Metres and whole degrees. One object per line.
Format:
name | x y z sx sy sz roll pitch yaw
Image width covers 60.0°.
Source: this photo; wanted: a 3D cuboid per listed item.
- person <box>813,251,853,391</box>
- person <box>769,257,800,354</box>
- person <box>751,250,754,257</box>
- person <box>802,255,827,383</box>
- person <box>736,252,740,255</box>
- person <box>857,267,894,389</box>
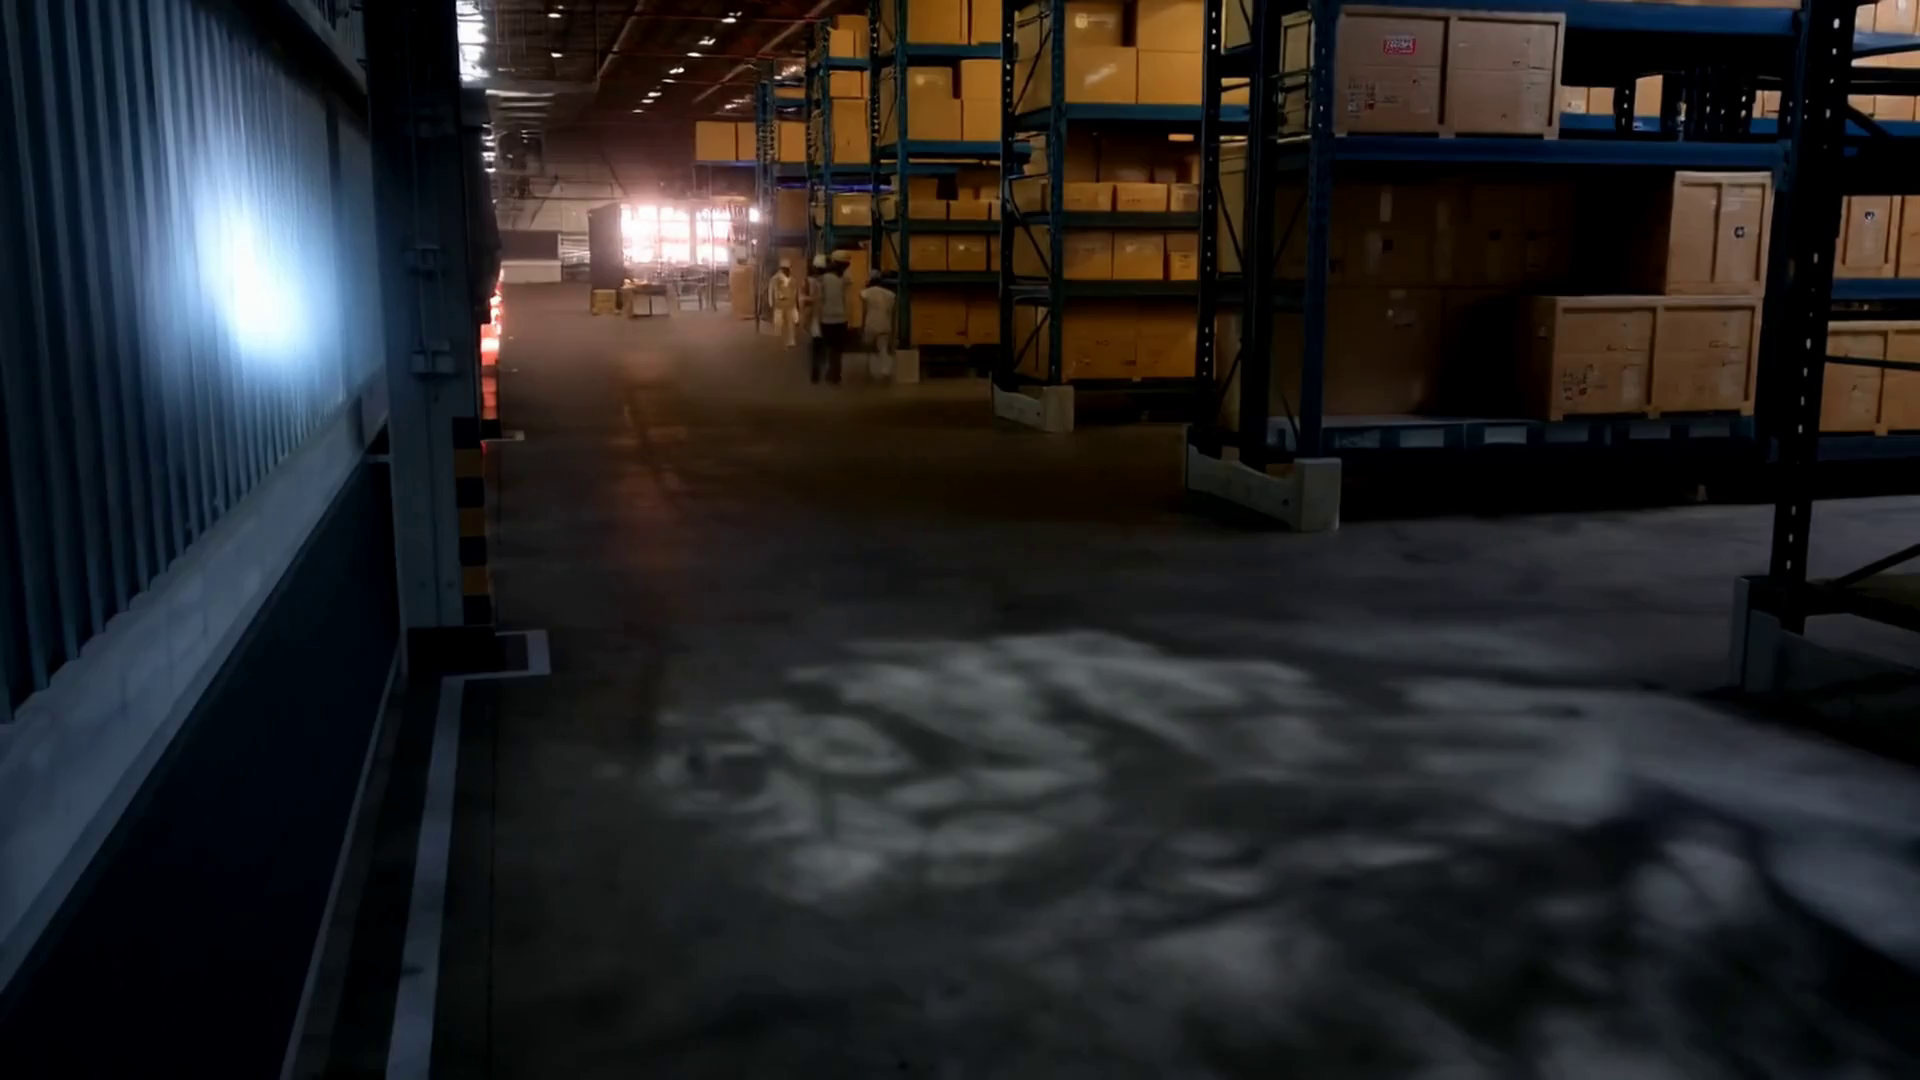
person | -1.798 -3.065 23.338 0.695 1.960 0.591 -9 13 -42
person | -3.271 -4.376 31.172 0.600 1.808 0.756 -2 10 -13
person | -9.123 -11.897 73.668 0.574 1.843 0.375 -2 10 -14
person | -2.054 -3.290 24.802 0.571 1.881 0.989 -2 10 -12
person | -9.171 -10.995 68.708 0.524 1.823 0.605 -4 11 -20
person | -1.218 -3.023 23.770 0.597 1.725 0.546 -6 11 -29
